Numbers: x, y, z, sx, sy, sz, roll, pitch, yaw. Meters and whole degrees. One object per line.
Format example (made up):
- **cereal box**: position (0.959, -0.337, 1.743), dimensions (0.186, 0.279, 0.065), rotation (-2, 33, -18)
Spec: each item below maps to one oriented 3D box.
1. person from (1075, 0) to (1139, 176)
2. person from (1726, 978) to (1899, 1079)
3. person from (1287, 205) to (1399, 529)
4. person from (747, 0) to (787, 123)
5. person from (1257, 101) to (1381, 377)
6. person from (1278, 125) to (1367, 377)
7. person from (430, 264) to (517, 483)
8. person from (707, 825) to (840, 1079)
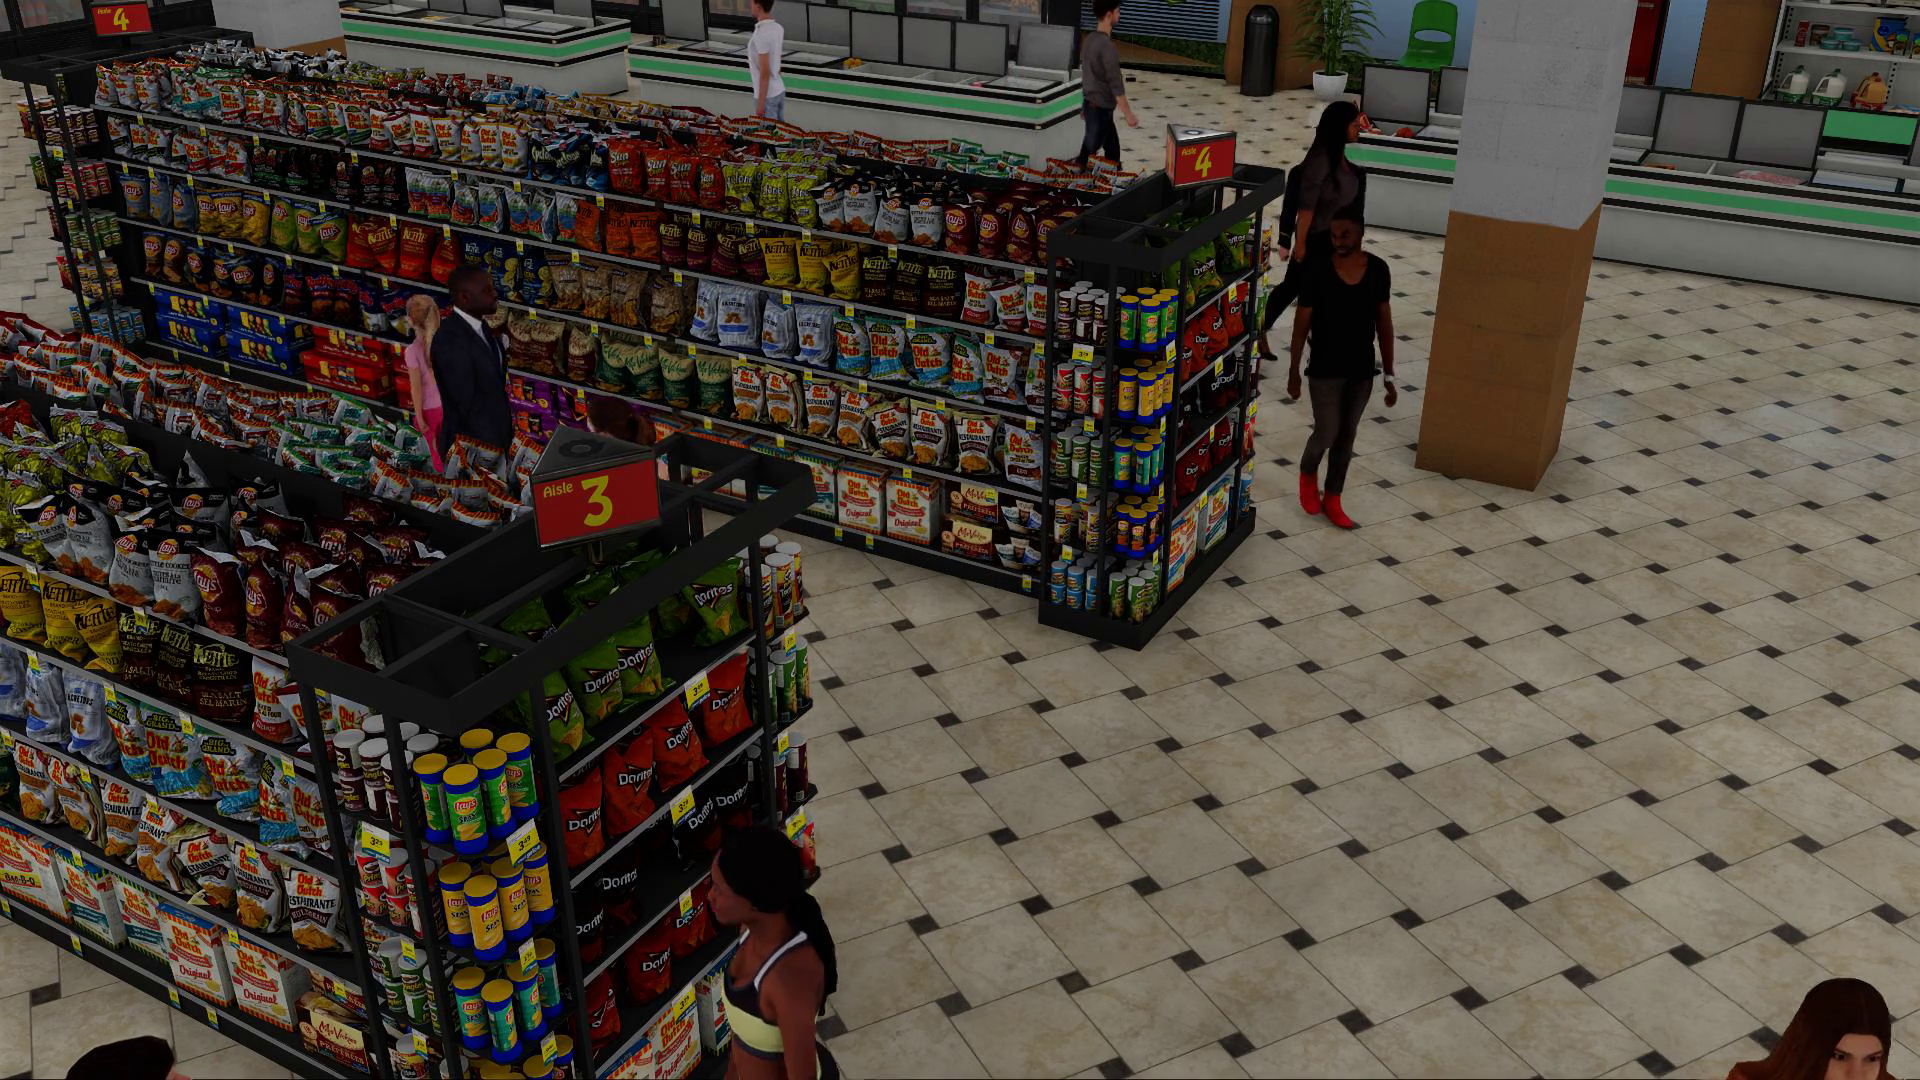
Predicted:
- **person**: position (1.094, -3.613, 14.135), dimensions (1.259, 1.856, 1.117), rotation (-3, 27, -6)
- **person**: position (1.883, 1.643, 3.931), dimensions (0.824, 1.711, 0.859), rotation (1, 27, 2)
- **person**: position (2.007, -0.955, 8.968), dimensions (0.834, 1.789, 0.898), rotation (-7, 28, -14)
- **person**: position (-1.692, -3.956, 14.819), dimensions (0.651, 1.850, 0.705), rotation (6, 27, 12)
- **person**: position (2.250, -1.934, 10.916), dimensions (1.187, 1.774, 0.747), rotation (11, 29, 20)
- **person**: position (2.417, -1.956, 11.129), dimensions (1.134, 1.620, 0.915), rotation (8, 28, 16)
- **person**: position (-2.346, -0.423, 7.910), dimensions (1.143, 1.797, 0.948), rotation (3, 27, 6)
- **person**: position (-0.352, 1.456, 4.270), dimensions (0.783, 1.740, 0.724), rotation (-7, 28, -13)
